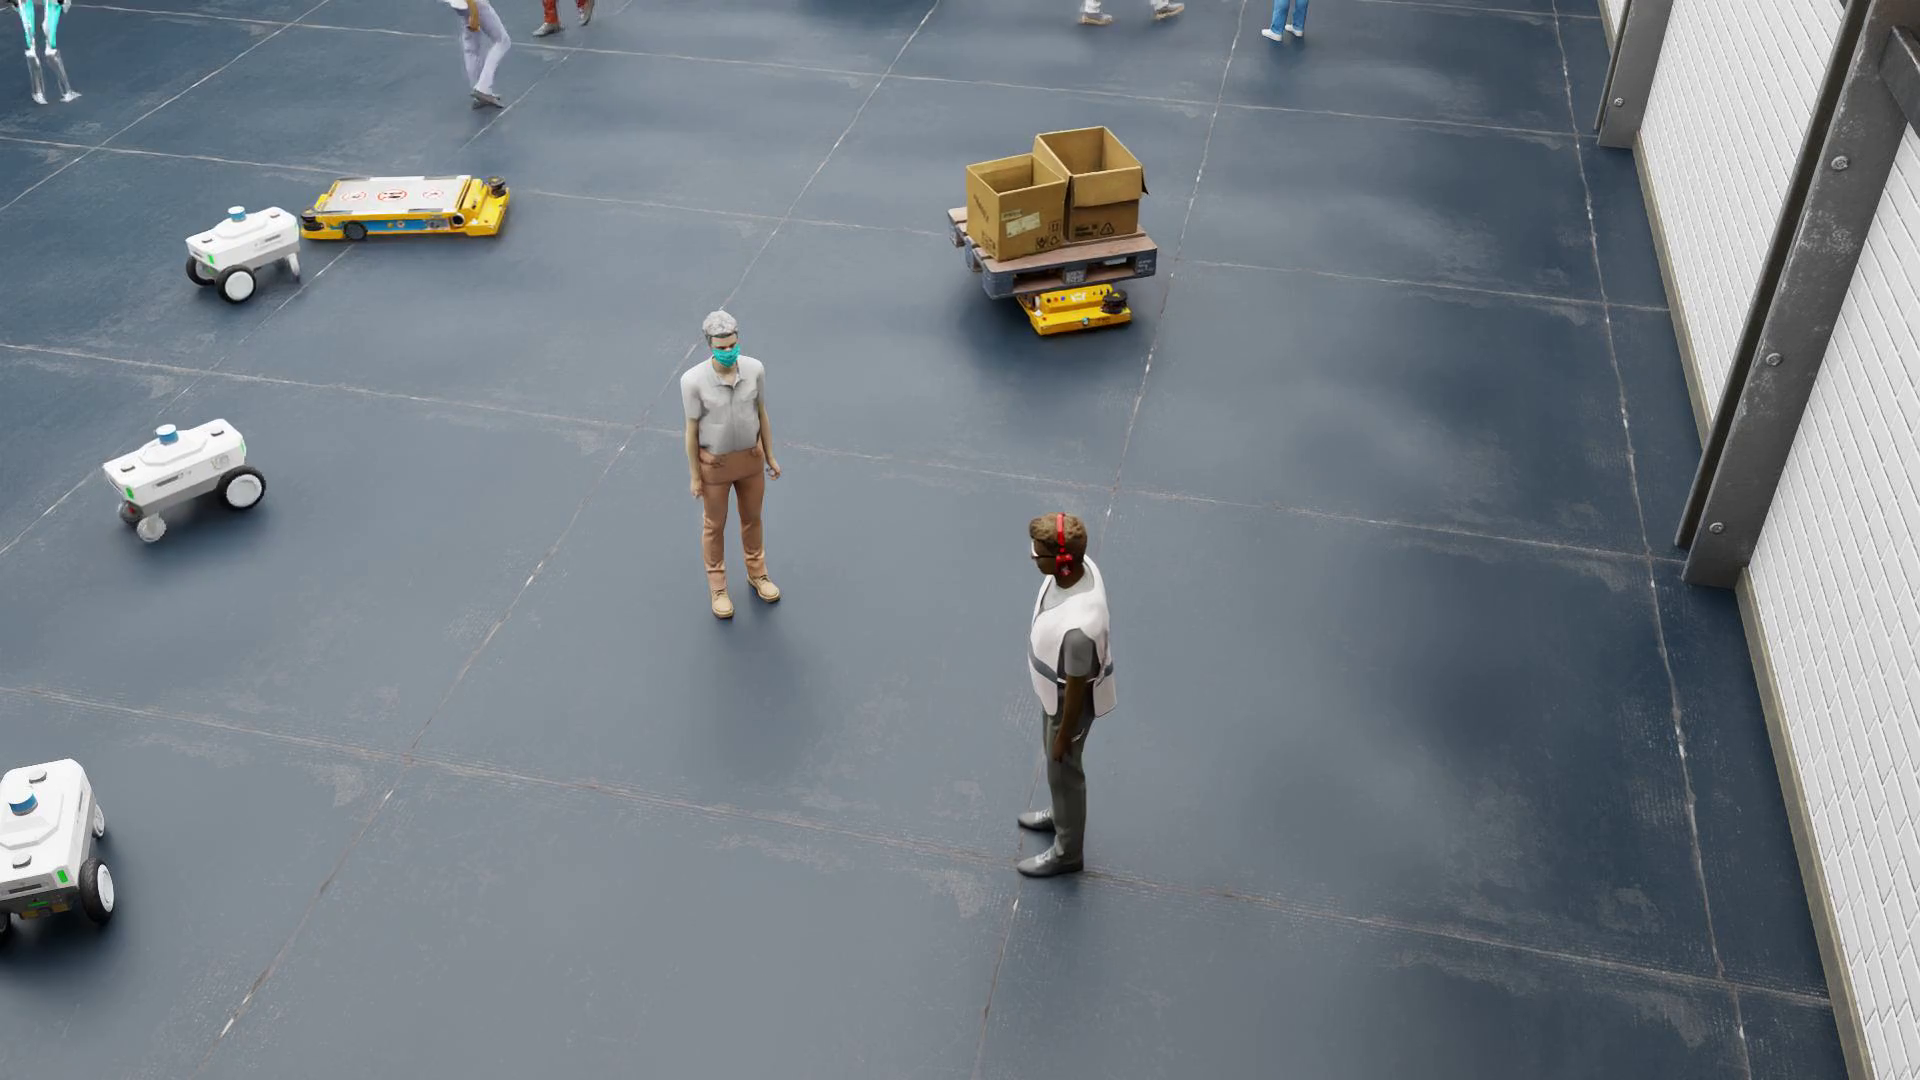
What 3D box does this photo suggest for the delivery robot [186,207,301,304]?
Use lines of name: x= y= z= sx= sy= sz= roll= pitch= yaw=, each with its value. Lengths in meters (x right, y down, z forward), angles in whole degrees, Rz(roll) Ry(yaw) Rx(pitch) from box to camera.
delivery robot: x=-5.039 y=-2.045 z=11.712 sx=0.521 sy=0.588 sz=0.760 roll=27 pitch=45 yaw=32

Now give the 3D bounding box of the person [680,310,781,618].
person: x=-1.168 y=-0.395 z=8.511 sx=0.482 sy=1.748 sz=0.319 roll=-18 pitch=40 yaw=-22

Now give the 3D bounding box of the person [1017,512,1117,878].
person: x=0.450 y=0.656 z=7.039 sx=0.408 sy=1.831 sz=0.569 roll=-1 pitch=37 yaw=-2

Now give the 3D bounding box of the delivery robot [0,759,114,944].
delivery robot: x=-3.976 y=1.335 z=7.202 sx=0.499 sy=0.606 sz=0.794 roll=-11 pitch=38 yaw=-14

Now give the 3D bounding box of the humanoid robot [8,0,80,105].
humanoid robot: x=-7.871 y=-4.577 z=14.108 sx=0.558 sy=1.756 sz=0.803 roll=-6 pitch=37 yaw=-8

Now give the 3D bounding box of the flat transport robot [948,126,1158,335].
flat transport robot: x=0.647 y=-1.903 z=11.765 sx=0.659 sy=0.231 sz=1.431 roll=-10 pitch=38 yaw=-14

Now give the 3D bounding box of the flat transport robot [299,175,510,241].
flat transport robot: x=-4.189 y=-2.512 z=12.580 sx=1.431 sy=0.231 sz=0.659 roll=-2 pitch=37 yaw=-3

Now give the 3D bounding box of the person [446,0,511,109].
person: x=-4.067 y=-4.500 z=13.942 sx=0.480 sy=1.824 sz=0.538 roll=-29 pitch=45 yaw=-33

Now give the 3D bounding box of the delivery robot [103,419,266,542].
delivery robot: x=-4.441 y=-0.393 z=9.490 sx=0.769 sy=0.577 sz=0.499 roll=-30 pitch=46 yaw=-34

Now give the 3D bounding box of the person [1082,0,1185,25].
person: x=1.649 y=-5.758 z=15.623 sx=1.017 sy=1.826 sz=0.591 roll=0 pitch=37 yaw=0

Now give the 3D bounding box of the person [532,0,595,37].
person: x=-3.836 y=-5.633 z=15.435 sx=0.558 sy=1.853 sz=0.537 roll=28 pitch=45 yaw=32

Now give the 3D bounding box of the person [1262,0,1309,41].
person: x=3.091 y=-5.500 z=15.367 sx=0.481 sy=1.719 sz=0.377 roll=-21 pitch=42 yaw=-26
